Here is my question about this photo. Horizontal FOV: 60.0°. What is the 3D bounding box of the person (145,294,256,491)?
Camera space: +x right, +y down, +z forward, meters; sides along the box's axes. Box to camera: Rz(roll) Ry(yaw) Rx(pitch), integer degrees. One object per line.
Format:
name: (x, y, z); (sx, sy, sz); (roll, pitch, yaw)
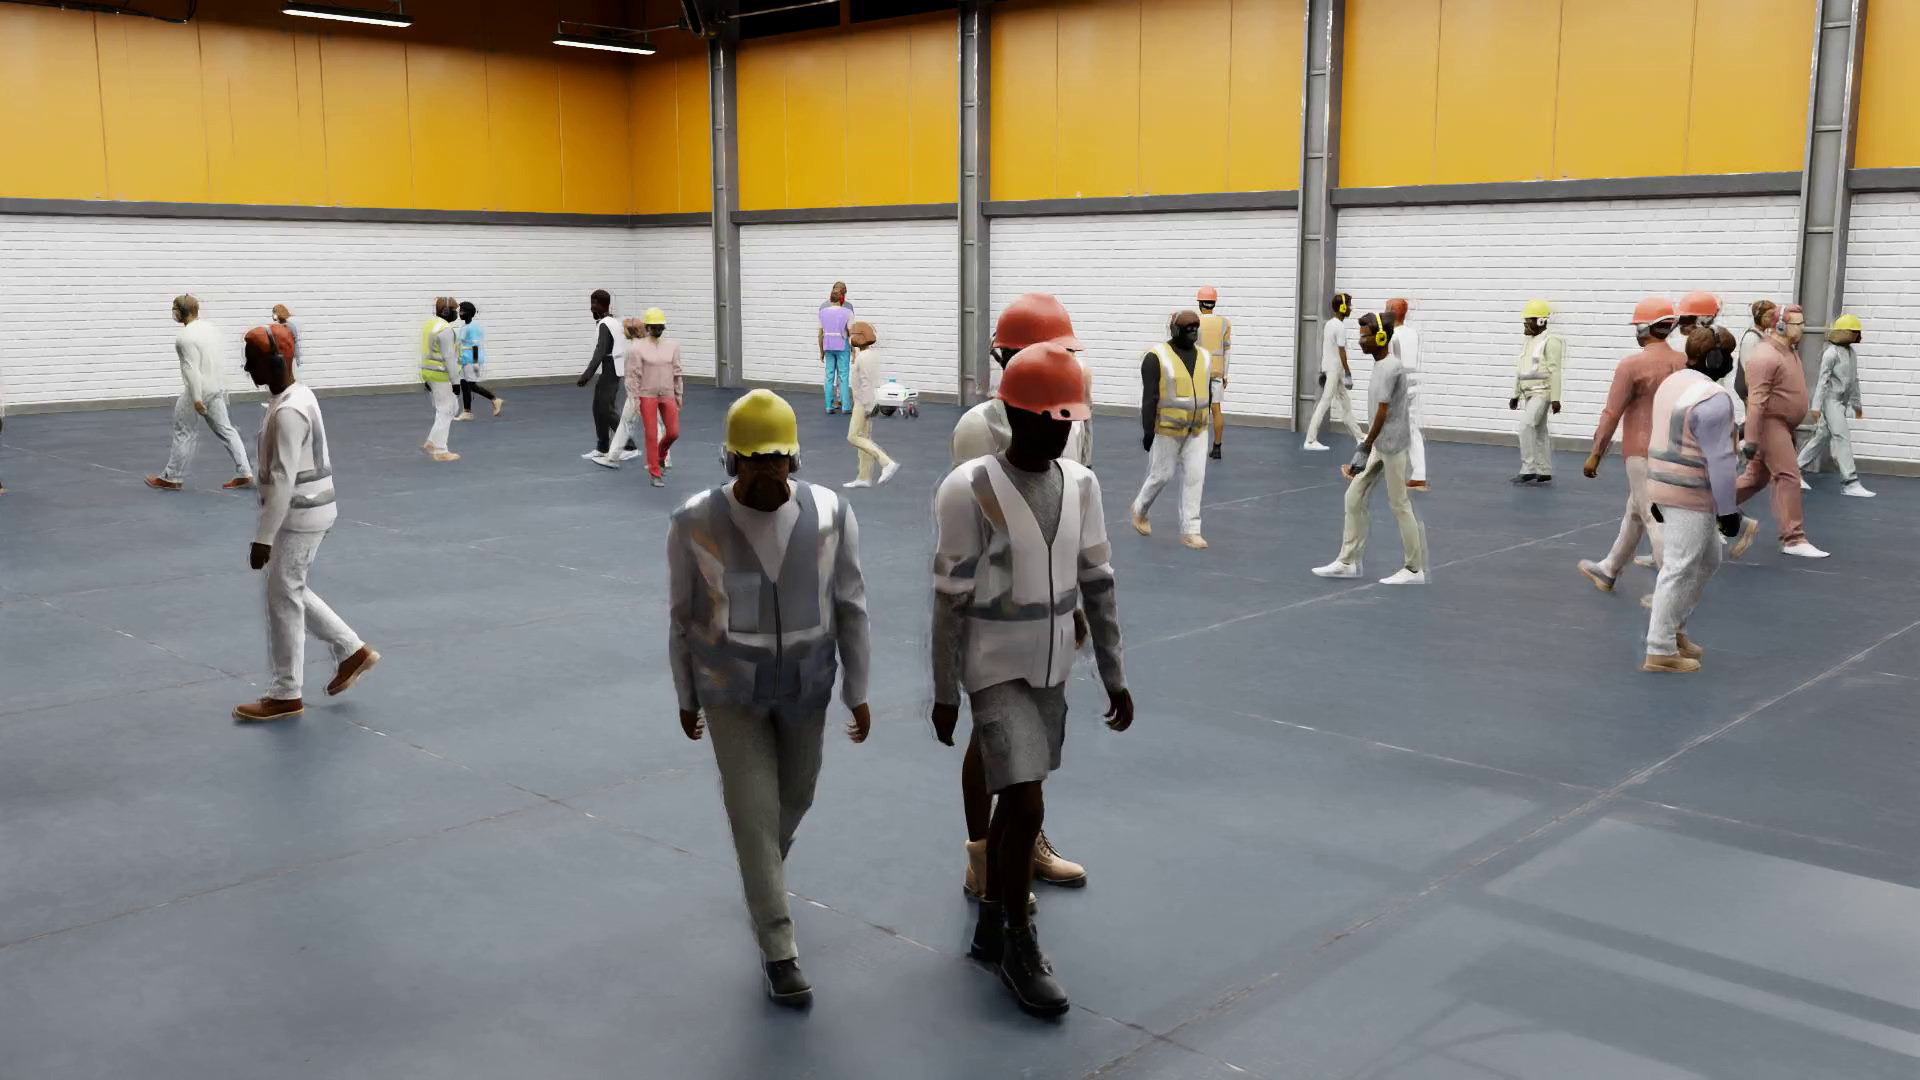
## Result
person: (-7.269, -1.397, 15.881); (1.011, 1.890, 0.641); (1, 9, 3)

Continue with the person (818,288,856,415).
person: (-1.790, -2.740, 24.205); (0.573, 1.844, 0.376); (3, 10, 20)

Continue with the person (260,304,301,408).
person: (-10.151, -2.716, 24.849); (0.509, 1.587, 0.872); (6, 11, 33)

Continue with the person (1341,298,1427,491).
person: (4.160, -1.412, 16.087); (0.628, 1.831, 0.971); (-6, 11, -34)

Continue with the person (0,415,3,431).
person: (-8.416, -1.074, 13.835); (0.898, 1.888, 0.617); (3, 10, 20)

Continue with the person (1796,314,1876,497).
person: (8.268, -1.289, 15.753); (0.509, 1.702, 0.891); (-7, 12, -37)

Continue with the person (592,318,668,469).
person: (-3.477, -1.530, 17.511); (0.824, 1.595, 0.547); (1, 9, 4)

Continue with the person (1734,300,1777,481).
person: (7.858, -1.496, 16.662); (0.662, 1.822, 0.549); (5, 11, 29)

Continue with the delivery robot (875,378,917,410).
delivery robot: (-0.963, -2.061, 23.705); (0.707, 0.478, 0.477); (6, 11, 32)

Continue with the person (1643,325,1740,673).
person: (3.857, -0.204, 8.716); (0.529, 1.828, 0.628); (1, 9, 5)

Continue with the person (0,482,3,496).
person: (-9.168, -1.374, 15.469); (0.366, 1.962, 0.612); (-4, 10, -23)

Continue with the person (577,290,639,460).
person: (-3.894, -1.810, 18.382); (0.654, 1.892, 0.606); (-2, 9, -10)

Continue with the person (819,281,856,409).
person: (-1.851, -2.964, 25.319); (0.627, 1.934, 0.371); (-9, 13, -44)

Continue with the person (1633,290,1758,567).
person: (5.256, -0.773, 11.748); (0.753, 1.976, 0.632); (2, 10, 13)

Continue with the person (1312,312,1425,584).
person: (2.762, -0.593, 11.132); (0.874, 1.830, 0.483); (0, 9, 0)

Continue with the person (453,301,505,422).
person: (-6.746, -2.482, 23.148); (0.625, 1.679, 0.540); (-5, 11, -30)

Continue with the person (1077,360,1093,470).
person: (0.547, -0.572, 10.842); (0.615, 1.870, 1.009); (2, 9, 11)

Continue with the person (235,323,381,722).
person: (-3.108, -0.079, 7.848); (0.720, 1.863, 0.639); (-4, 10, -24)

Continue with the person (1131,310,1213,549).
person: (1.652, -0.869, 12.840); (0.633, 1.816, 0.799); (-4, 10, -24)

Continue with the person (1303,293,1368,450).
person: (4.474, -1.943, 19.366); (0.964, 1.824, 0.559); (0, 9, 1)

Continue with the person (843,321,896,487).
person: (-0.894, -1.297, 16.058); (0.431, 1.621, 0.504); (0, 9, 0)

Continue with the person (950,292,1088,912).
person: (0.235, 0.202, 5.563); (0.392, 2.045, 0.608); (8, 12, 40)

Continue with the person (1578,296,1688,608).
person: (4.307, -0.559, 10.532); (0.632, 1.938, 1.011); (-4, 10, -25)

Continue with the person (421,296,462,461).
person: (-5.724, -1.777, 18.397); (0.444, 1.821, 0.691); (-6, 11, -33)

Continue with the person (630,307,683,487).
person: (-2.987, -1.404, 16.306); (0.525, 1.758, 0.511); (-5, 11, -30)

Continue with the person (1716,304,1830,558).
person: (6.037, -0.833, 12.473); (0.966, 1.870, 0.653); (8, 12, 39)

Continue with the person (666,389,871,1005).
person: (-0.600, 0.412, 5.084); (0.592, 1.789, 0.877); (-3, 10, -18)

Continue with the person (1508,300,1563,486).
person: (5.560, -1.424, 16.237); (0.649, 1.809, 0.624); (-1, 9, -4)

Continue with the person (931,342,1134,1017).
person: (0.227, 0.394, 4.790); (0.575, 1.905, 0.683); (-7, 12, -38)

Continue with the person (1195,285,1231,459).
person: (2.735, -1.858, 18.520); (0.545, 1.938, 0.355); (-2, 10, -15)
